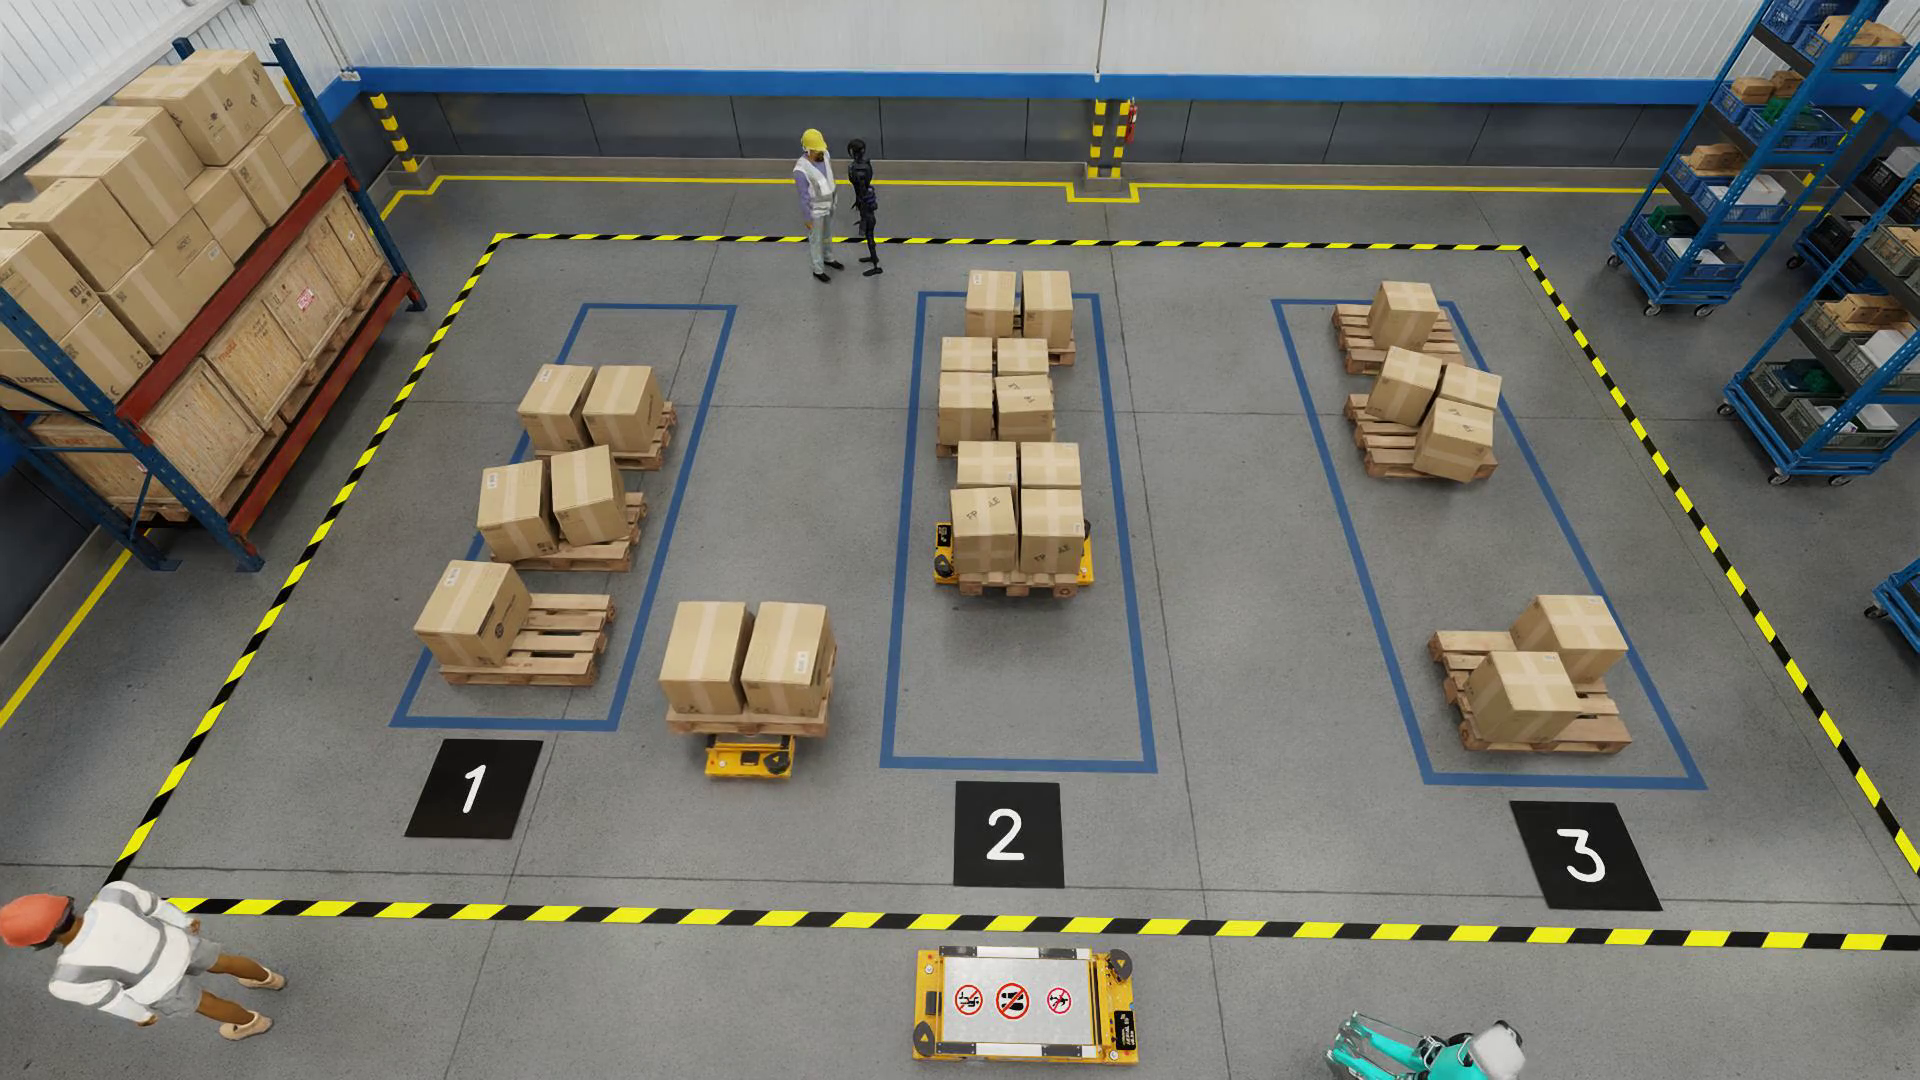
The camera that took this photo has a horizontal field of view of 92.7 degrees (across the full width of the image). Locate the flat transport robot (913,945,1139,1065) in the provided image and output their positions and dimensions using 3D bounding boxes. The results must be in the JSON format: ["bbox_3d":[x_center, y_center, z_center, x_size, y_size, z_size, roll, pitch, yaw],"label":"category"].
[{"bbox_3d":[0.422,3.041,6.007,1.431,0.231,0.659,1,51,1],"label":"flat transport robot"}]

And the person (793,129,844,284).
[{"bbox_3d":[-1.618,-3.879,10.638,0.403,1.830,0.598,22,54,17],"label":"person"}]

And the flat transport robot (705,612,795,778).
[{"bbox_3d":[-1.623,1.226,7.468,0.652,0.197,1.431,1,51,1],"label":"flat transport robot"}]

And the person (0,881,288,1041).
[{"bbox_3d":[-4.684,2.474,5.326,0.376,2.040,0.613,-3,51,-2],"label":"person"}]

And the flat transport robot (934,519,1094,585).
[{"bbox_3d":[0.490,0.087,8.397,1.431,0.197,0.652,1,51,1],"label":"flat transport robot"}]

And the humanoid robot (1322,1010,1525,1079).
[{"bbox_3d":[2.439,2.859,5.123,0.533,1.673,0.735,-36,59,-26],"label":"humanoid robot"}]

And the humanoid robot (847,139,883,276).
[{"bbox_3d":[-1.125,-3.891,10.742,0.315,1.653,0.599,-7,51,-6],"label":"humanoid robot"}]
